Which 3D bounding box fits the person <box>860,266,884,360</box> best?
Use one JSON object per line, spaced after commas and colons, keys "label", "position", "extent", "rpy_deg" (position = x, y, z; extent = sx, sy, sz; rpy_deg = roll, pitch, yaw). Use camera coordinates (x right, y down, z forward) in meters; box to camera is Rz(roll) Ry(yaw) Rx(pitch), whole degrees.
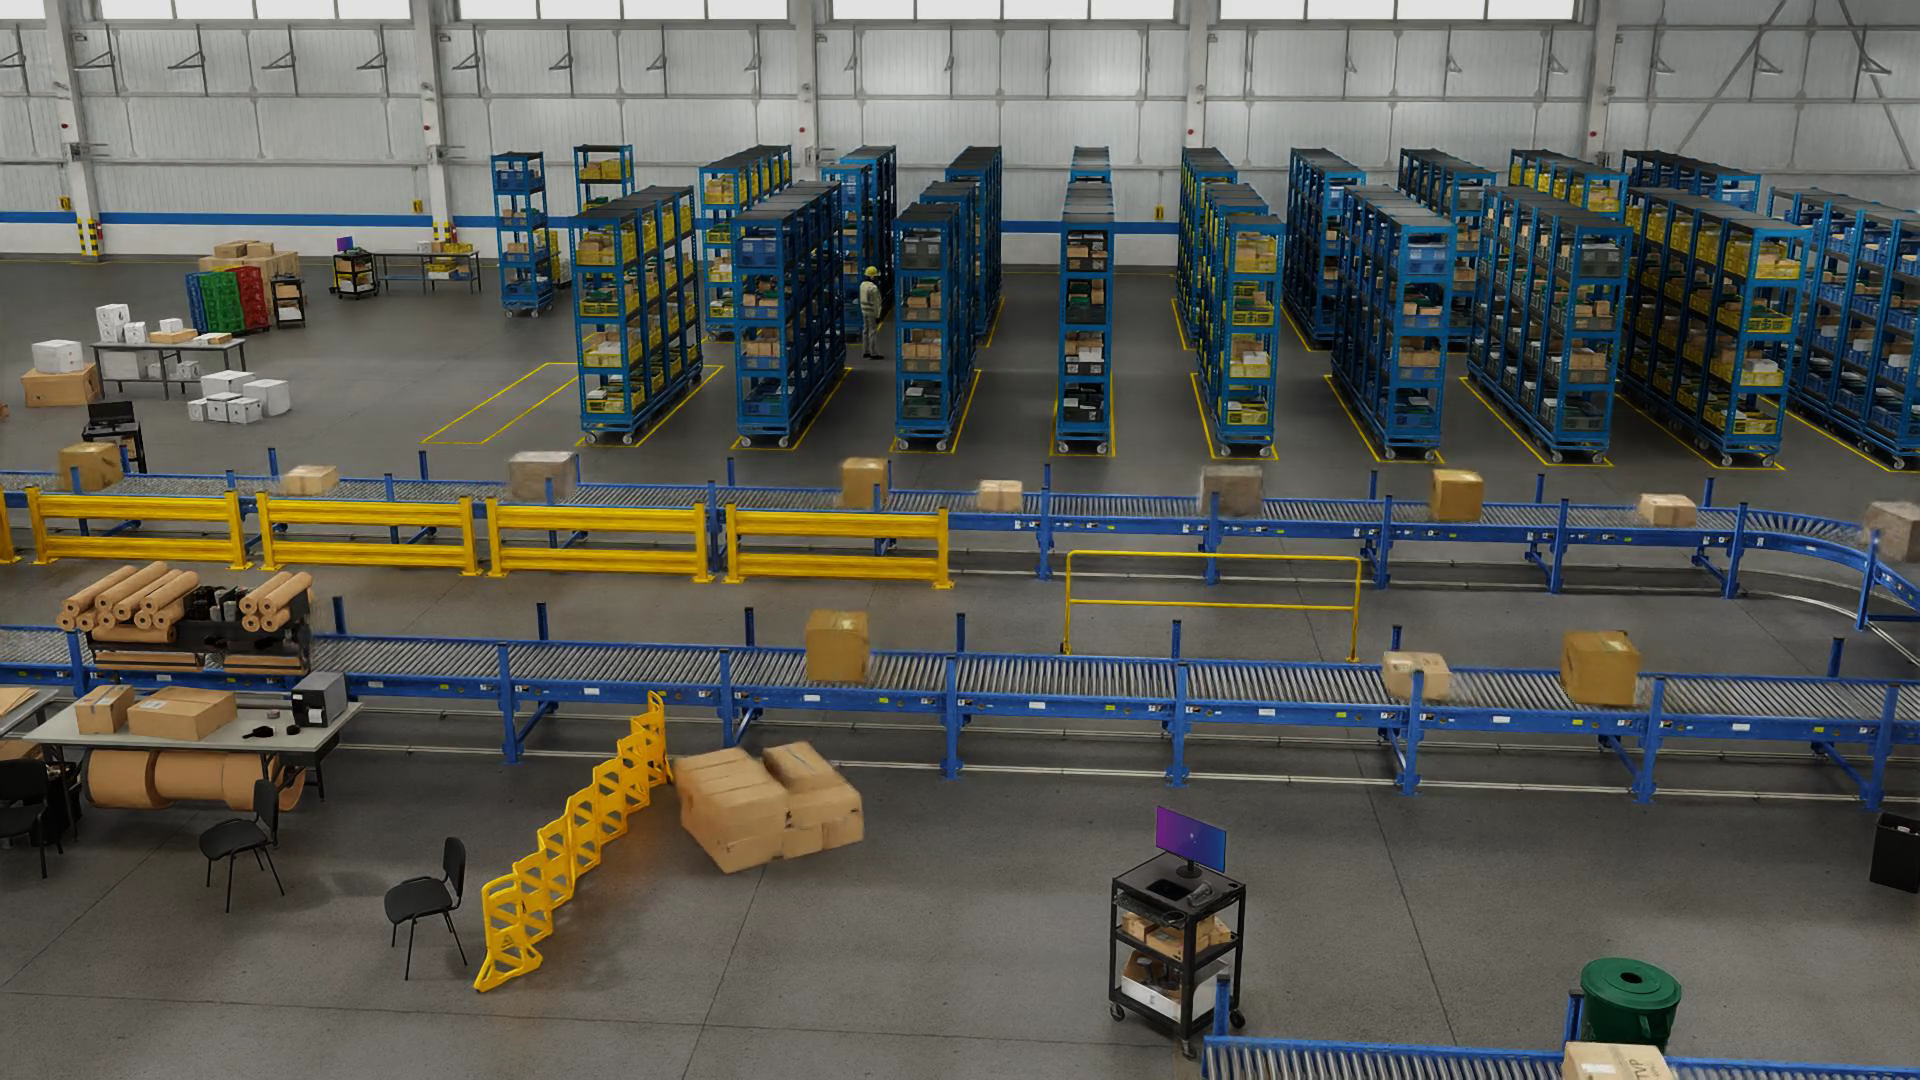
{"label": "person", "position": [-1.734, -4.466, 32.732], "extent": [0.403, 1.830, 0.600], "rpy_deg": [-11, 21, -31]}
